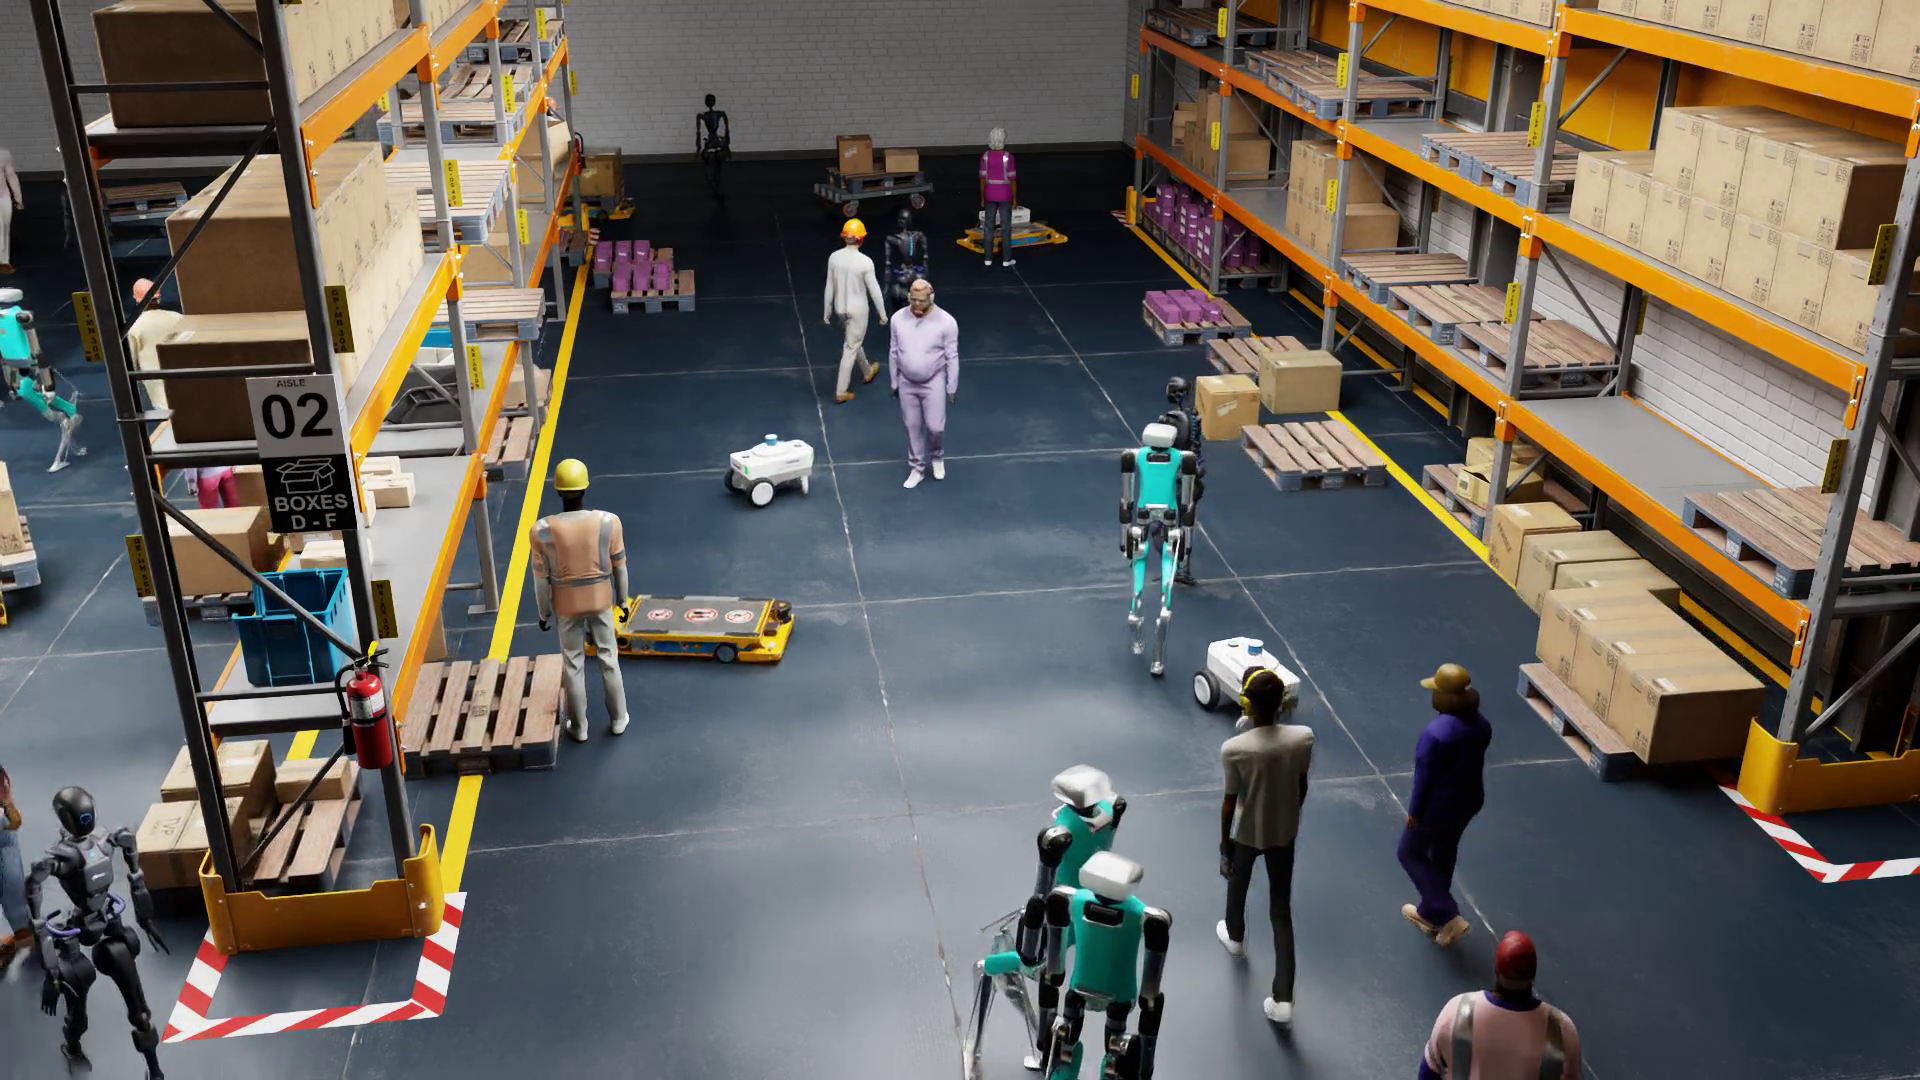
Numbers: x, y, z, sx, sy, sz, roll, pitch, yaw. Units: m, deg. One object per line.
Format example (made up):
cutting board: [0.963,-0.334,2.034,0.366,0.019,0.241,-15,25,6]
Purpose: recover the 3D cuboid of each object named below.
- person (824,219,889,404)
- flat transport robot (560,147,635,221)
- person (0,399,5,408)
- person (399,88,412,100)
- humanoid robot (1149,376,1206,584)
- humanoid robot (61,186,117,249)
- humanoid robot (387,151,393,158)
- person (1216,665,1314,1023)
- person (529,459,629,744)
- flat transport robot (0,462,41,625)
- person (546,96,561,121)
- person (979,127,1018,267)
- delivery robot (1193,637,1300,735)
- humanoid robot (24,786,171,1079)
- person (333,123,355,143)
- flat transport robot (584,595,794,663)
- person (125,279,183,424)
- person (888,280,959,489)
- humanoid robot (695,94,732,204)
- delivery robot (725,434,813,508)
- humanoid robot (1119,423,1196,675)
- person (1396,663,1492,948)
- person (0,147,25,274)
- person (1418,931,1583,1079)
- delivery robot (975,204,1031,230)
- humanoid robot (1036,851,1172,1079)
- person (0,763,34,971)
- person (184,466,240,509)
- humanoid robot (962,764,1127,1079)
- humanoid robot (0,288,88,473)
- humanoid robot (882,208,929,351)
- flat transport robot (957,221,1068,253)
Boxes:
person: [-1.053,-2.396,17.176,0.606,1.842,0.983,13,27,28]
flat transport robot: [-5.654,-4.983,25.031,1.431,0.231,0.659,-1,24,-2]
person: [-10.049,-2.226,16.676,0.487,1.942,0.436,-15,28,-30]
person: [-8.756,-6.408,26.603,0.503,1.613,0.505,-3,24,-8]
humanoid robot: [1.707,-0.454,12.975,0.440,1.631,0.620,21,31,39]
humanoid robot: [-10.797,-3.815,20.625,0.592,1.645,0.370,-22,32,-40]
humanoid robot: [-7.545,-4.790,22.843,0.588,1.648,0.328,2,24,5]
person: [1.523,1.498,8.341,0.496,1.820,0.943,-2,24,-5]
person: [-2.434,0.394,10.719,0.592,1.924,0.379,-8,25,-17]
flat transport robot: [-7.754,0.387,12.796,0.659,0.231,1.431,-14,27,-28]
person: [-6.114,-5.762,24.958,0.571,1.746,0.345,4,24,8]
person: [0.512,-4.548,22.076,0.509,1.847,0.341,6,24,13]
delivery robot: [1.954,0.937,11.153,0.503,0.566,0.733,-10,26,-22]
humanoid robot: [-4.038,1.872,7.743,0.799,1.631,0.602,15,28,30]
person: [-9.586,-6.123,25.710,0.782,1.814,0.642,1,24,2]
flat transport robot: [-1.979,0.649,12.198,1.431,0.231,0.659,1,24,3]
person: [-7.423,-1.567,15.414,0.402,1.735,0.564,20,31,38]
person: [-0.330,-1.390,14.826,0.647,1.898,0.467,8,25,17]
humanoid robot: [-3.787,-6.077,25.785,0.609,1.636,0.586,-14,27,-29]
delivery robot: [-1.679,-0.640,14.766,0.754,0.584,0.522,-15,28,-30]
humanoid robot: [1.351,0.129,11.584,0.544,1.777,0.846,3,24,7]
person: [2.569,1.415,8.790,0.493,1.595,0.539,-14,27,-29]
person: [-12.547,-4.435,21.736,0.665,1.912,0.643,13,27,27]
person: [2.133,2.302,6.599,0.648,1.740,0.440,8,25,18]
delivery robot: [0.605,-4.513,23.627,0.785,0.613,0.511,-12,26,-24]
humanoid robot: [0.494,2.224,6.808,0.531,1.764,0.857,9,25,20]
person: [-5.172,1.330,8.555,0.675,1.949,0.582,-5,24,-11]
person: [-5.942,-0.524,13.185,0.280,1.628,0.501,7,25,16]
humanoid robot: [0.298,1.774,7.825,0.873,1.784,0.577,20,30,37]
humanoid robot: [-8.365,-1.455,15.294,0.551,1.892,0.766,8,25,17]
humanoid robot: [-0.606,-2.858,18.446,0.606,1.641,0.526,-14,27,-29]
flat transport robot: [0.735,-4.252,23.365,1.431,0.231,0.659,-12,27,-26]
